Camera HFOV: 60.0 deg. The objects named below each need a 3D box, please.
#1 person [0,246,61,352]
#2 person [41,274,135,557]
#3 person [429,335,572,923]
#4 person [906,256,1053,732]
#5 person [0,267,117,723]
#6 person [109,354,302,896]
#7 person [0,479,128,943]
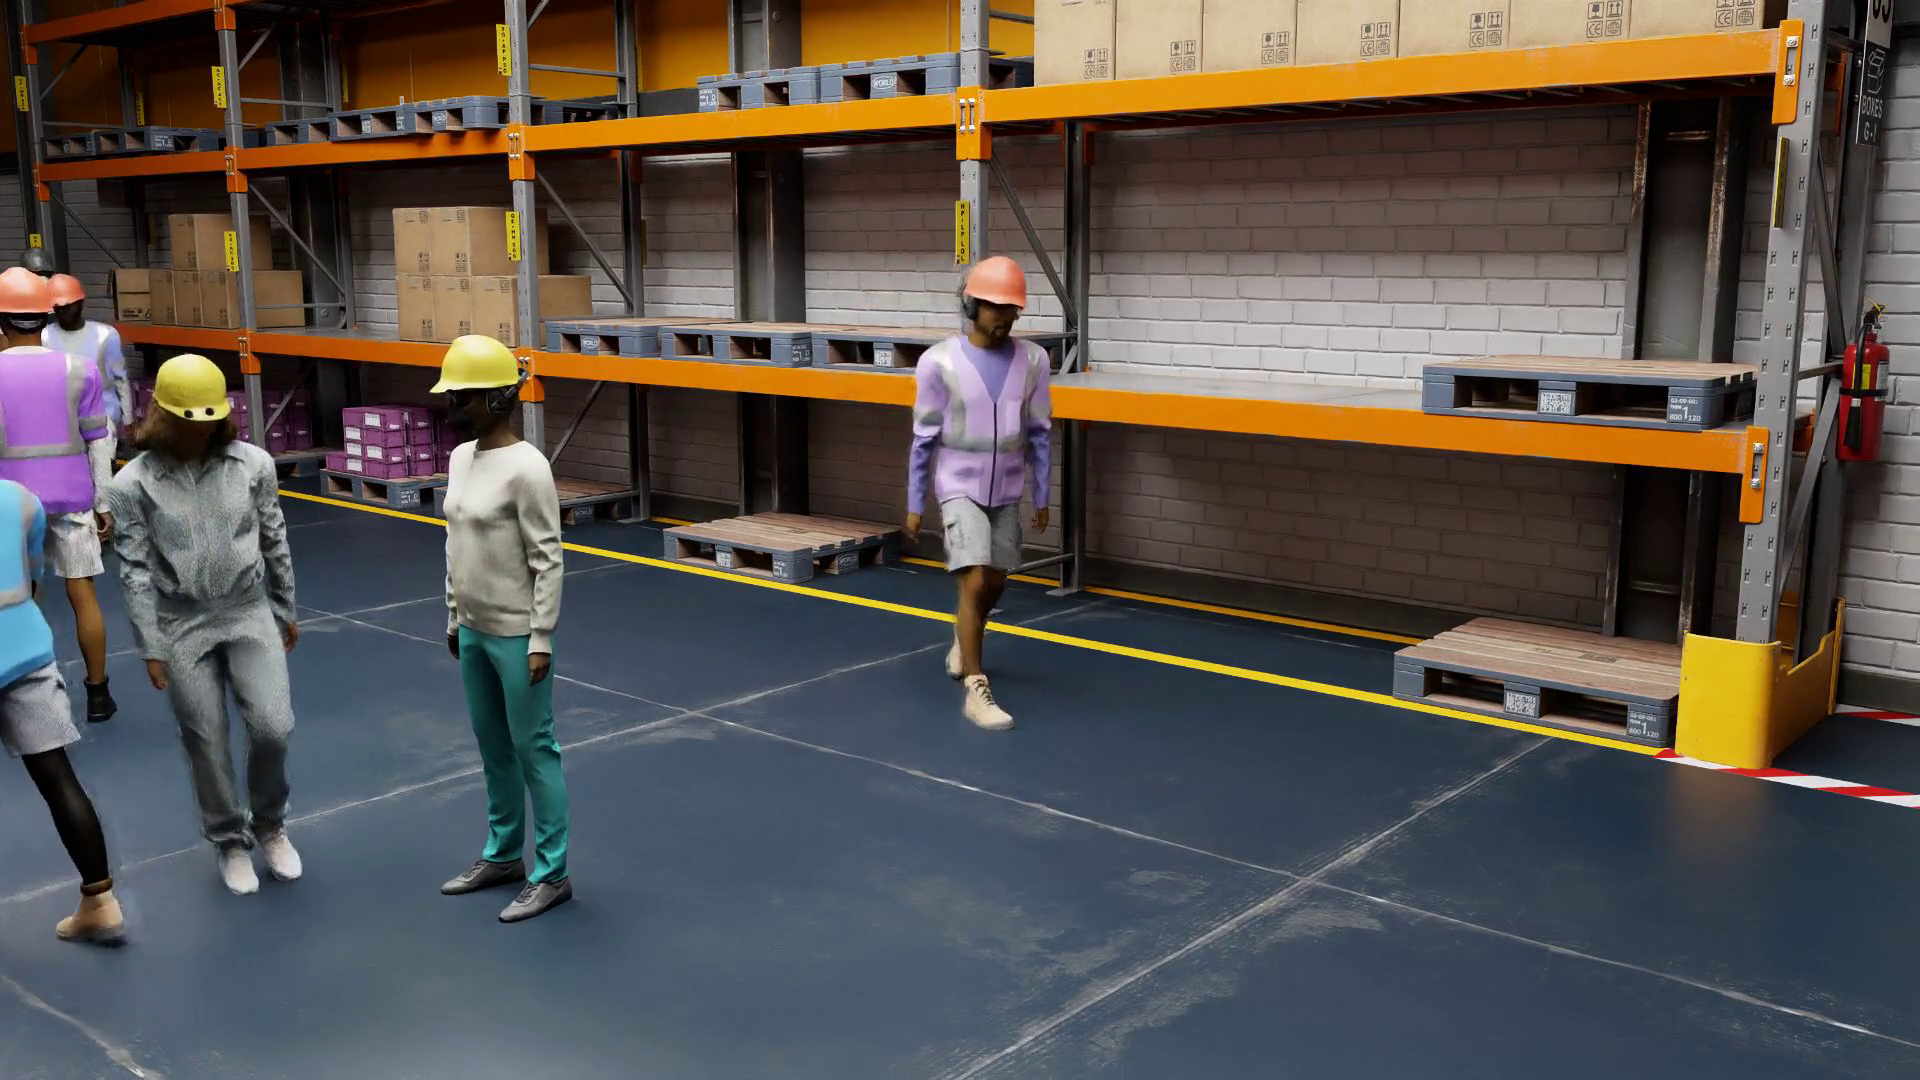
[{"bbox_3d":[-7.192,-1.291,13.129,0.535,2.000,0.687,6,12,32],"label":"person"},{"bbox_3d":[-5.800,-0.828,11.023,0.552,1.869,0.987,-3,10,-18],"label":"person"},{"bbox_3d":[-1.406,0.268,5.039,0.535,1.767,0.315,9,14,43],"label":"person"},{"bbox_3d":[0.058,-0.237,7.284,0.655,2.002,0.919,-4,11,-20],"label":"person"},{"bbox_3d":[-3.862,-0.164,6.993,0.547,1.942,0.351,-7,12,-34],"label":"person"},{"bbox_3d":[-2.292,0.280,5.115,0.517,1.703,0.453,-7,12,-35],"label":"person"},{"bbox_3d":[-2.847,0.368,4.805,0.925,1.645,0.536,4,11,22],"label":"person"}]
